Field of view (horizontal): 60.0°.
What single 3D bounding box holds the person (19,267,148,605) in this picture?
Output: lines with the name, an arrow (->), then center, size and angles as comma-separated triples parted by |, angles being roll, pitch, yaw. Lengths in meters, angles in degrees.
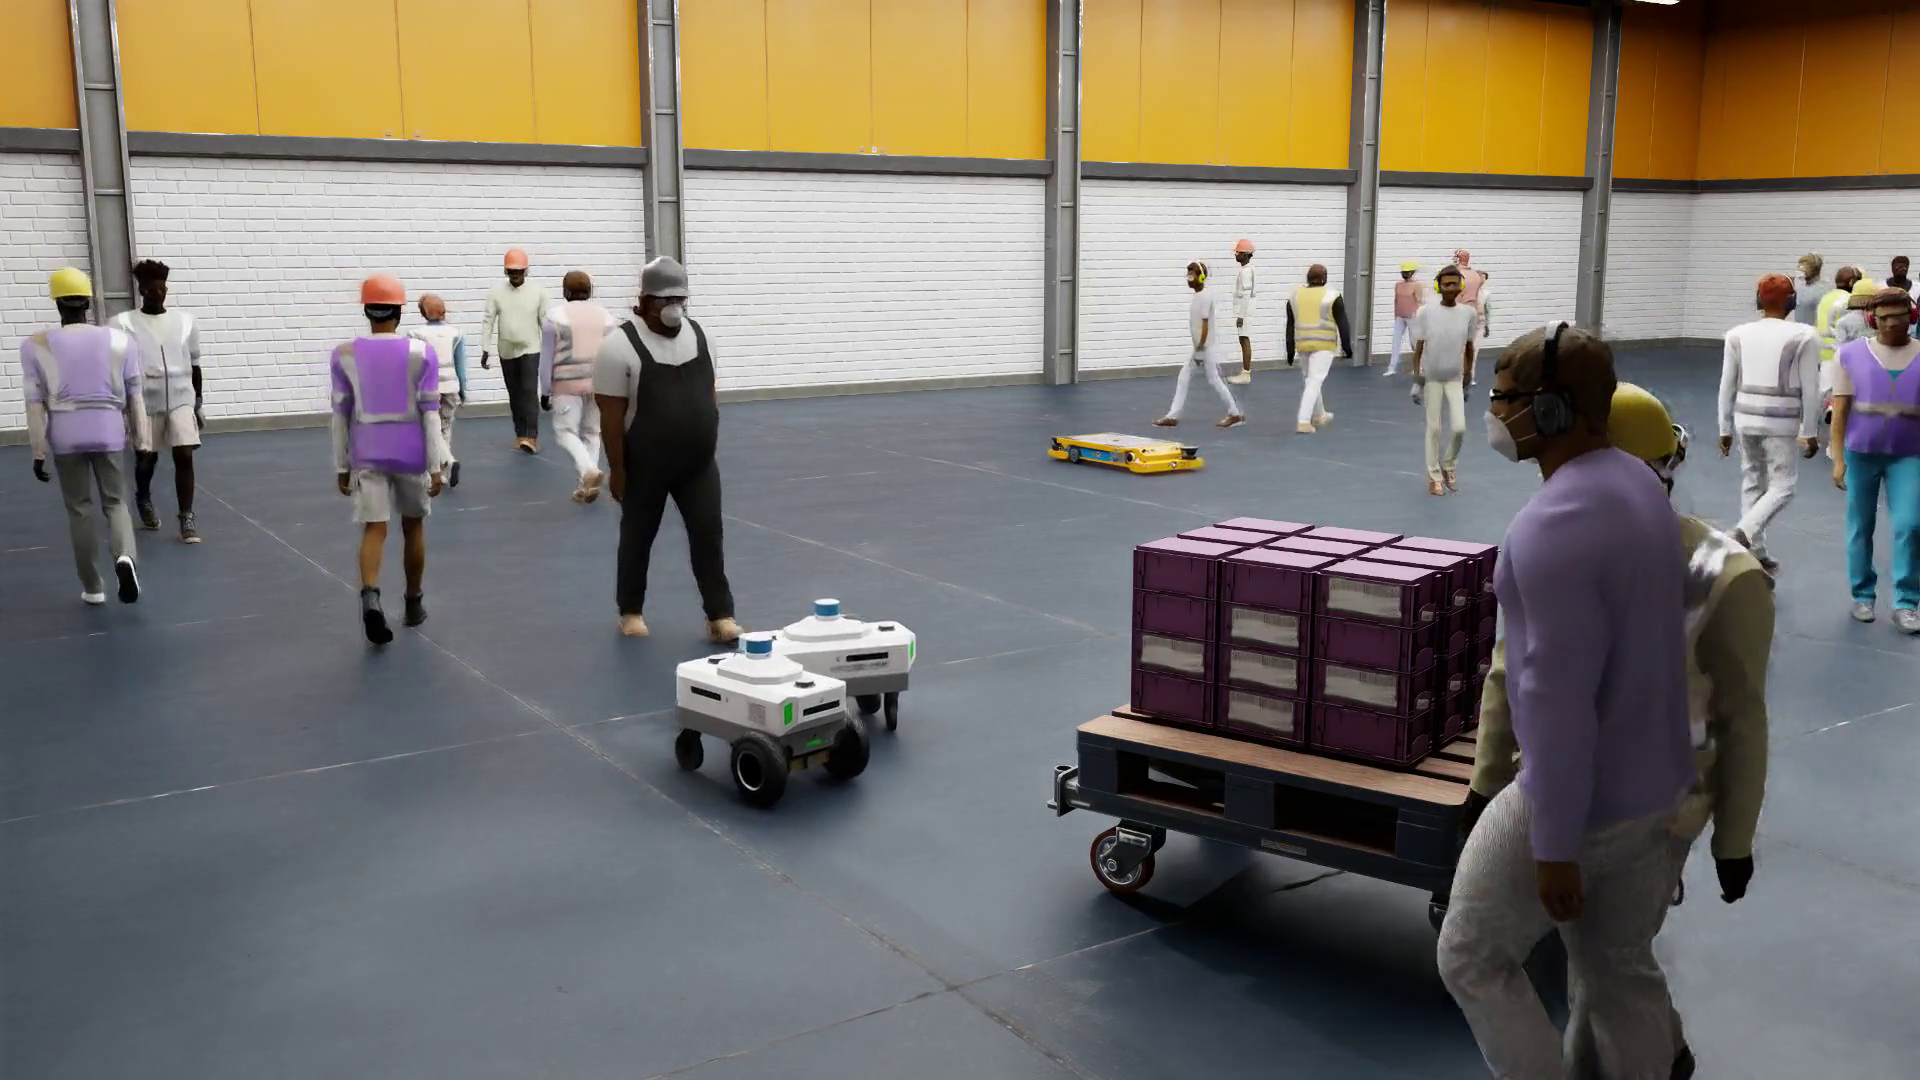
person -> -4.840, -0.552, 9.244 | 0.603, 1.911, 0.632 | -7, 13, -35

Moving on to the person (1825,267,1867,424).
person -> 9.684, -2.078, 18.062 | 0.532, 1.754, 0.375 | 9, 14, 41

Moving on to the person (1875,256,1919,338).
person -> 11.055, -2.419, 19.666 | 0.596, 1.857, 0.997 | 2, 10, 9

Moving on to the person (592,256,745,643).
person -> -1.503, -0.472, 8.460 | 0.689, 2.000, 0.924 | -7, 13, -35

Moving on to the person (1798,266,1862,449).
person -> 8.653, -1.767, 16.255 | 1.008, 1.779, 0.630 | 2, 10, 8

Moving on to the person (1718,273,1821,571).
person -> 4.861, -0.678, 10.078 | 0.715, 1.866, 0.584 | -7, 13, -34

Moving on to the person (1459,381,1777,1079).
person -> 1.450, 0.537, 3.635 | 0.873, 1.791, 0.587 | -6, 12, -29

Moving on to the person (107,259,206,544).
person -> -5.546, -0.970, 11.490 | 0.606, 1.938, 0.909 | -8, 13, -37

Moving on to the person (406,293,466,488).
person -> -4.305, -1.227, 13.764 | 0.521, 1.620, 0.677 | -10, 14, -42

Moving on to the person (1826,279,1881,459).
person -> 8.240, -1.528, 15.209 | 0.500, 1.693, 0.918 | 3, 11, 18

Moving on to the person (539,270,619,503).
person -> -2.901, -1.159, 12.813 | 0.631, 1.828, 0.666 | -8, 13, -38

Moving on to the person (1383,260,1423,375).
person -> 6.769, -3.339, 25.118 | 0.791, 1.756, 0.534 | -8, 13, -38

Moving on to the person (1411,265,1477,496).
person -> 3.875, -1.272, 13.359 | 0.520, 1.855, 0.406 | 1, 10, 5

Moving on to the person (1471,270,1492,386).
person -> 7.163, -2.958, 23.223 | 0.538, 1.617, 0.360 | -2, 10, -9

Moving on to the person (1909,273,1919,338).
person -> 12.503, -2.700, 21.631 | 0.320, 1.692, 0.532 | 3, 11, 17

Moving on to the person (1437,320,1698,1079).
person -> 1.254, 0.520, 3.380 | 0.495, 1.916, 0.639 | 9, 14, 41

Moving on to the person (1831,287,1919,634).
person -> 4.893, -0.417, 8.795 | 0.576, 1.805, 0.744 | 4, 11, 19

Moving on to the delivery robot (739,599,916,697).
delivery robot -> -0.553, 0.492, 6.995 | 0.707, 0.478, 0.477 | -4, 11, -20

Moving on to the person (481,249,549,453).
person -> -4.286, -1.805, 16.028 | 0.641, 1.947, 0.989 | 0, 10, -1

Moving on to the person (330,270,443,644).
person -> -2.961, -0.429, 8.598 | 0.550, 1.913, 0.866 | -2, 10, -10

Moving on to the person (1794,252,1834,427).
person -> 8.603, -1.948, 16.878 | 0.420, 1.921, 0.628 | 0, 10, -3

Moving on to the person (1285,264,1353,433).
person -> 3.828, -2.047, 17.820 | 0.633, 1.789, 1.003 | 8, 13, 39

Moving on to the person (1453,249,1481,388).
person -> 6.825, -3.018, 22.788 | 0.651, 1.906, 0.402 | -9, 14, -42

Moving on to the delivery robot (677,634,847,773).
delivery robot -> -0.766, 0.606, 6.371 | 0.707, 0.478, 0.477 | 10, 14, 42

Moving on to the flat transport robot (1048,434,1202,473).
flat transport robot -> 1.486, -0.809, 15.161 | 0.652, 0.197, 1.431 | -7, 12, -33

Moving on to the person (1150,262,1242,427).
person -> 2.636, -2.108, 18.095 | 1.002, 1.810, 0.536 | -2, 10, -9

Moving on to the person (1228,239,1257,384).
person -> 4.004, -3.228, 23.550 | 0.364, 2.048, 0.608 | 2, 11, 12
